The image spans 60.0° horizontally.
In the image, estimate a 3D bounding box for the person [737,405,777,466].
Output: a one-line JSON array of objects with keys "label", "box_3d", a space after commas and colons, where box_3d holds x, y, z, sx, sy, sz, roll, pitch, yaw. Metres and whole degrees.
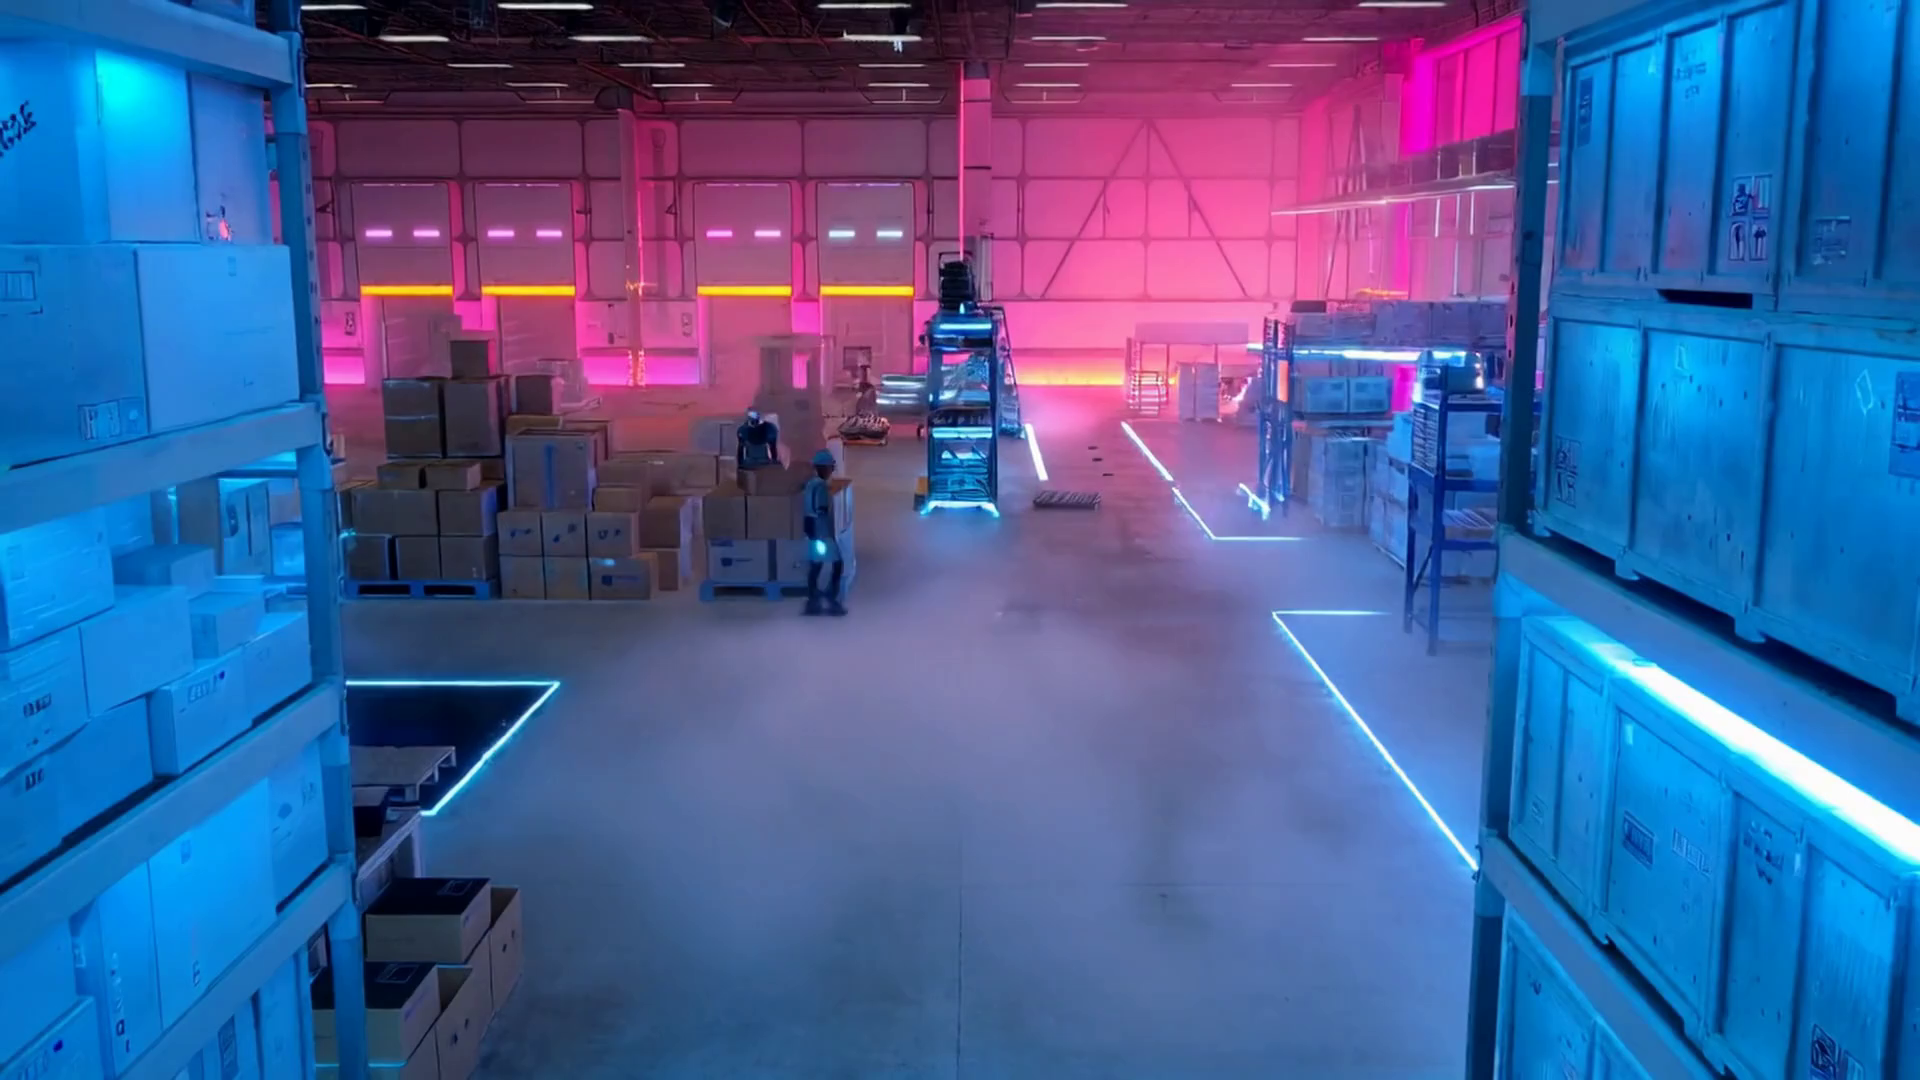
[{"label": "person", "box_3d": [-2.974, -1.026, 24.393, 0.629, 1.929, 0.362, 3, 10, 17]}]

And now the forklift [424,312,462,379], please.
[{"label": "forklift", "box_3d": [-11.151, -3.527, 36.050, 1.129, 2.768, 1.873, 8, 12, 37]}]

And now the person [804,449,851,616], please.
[{"label": "person", "box_3d": [-1.520, -0.077, 18.946, 0.657, 1.905, 0.547, -4, 10, -20]}]

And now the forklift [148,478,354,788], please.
[{"label": "forklift", "box_3d": [-5.250, 0.771, 11.255, 1.873, 2.768, 1.129, 0, 10, 1]}]

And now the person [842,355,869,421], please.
[{"label": "person", "box_3d": [-2.441, -3.629, 40.156, 0.863, 1.655, 0.552, 0, 10, -1]}]

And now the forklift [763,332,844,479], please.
[{"label": "forklift", "box_3d": [-2.714, -2.017, 27.341, 1.129, 2.768, 1.873, 3, 10, 17]}]

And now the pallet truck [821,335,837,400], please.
[{"label": "pallet truck", "box_3d": [-3.021, -4.312, 43.126, 1.885, 1.965, 0.823, 3, 10, 17]}]
